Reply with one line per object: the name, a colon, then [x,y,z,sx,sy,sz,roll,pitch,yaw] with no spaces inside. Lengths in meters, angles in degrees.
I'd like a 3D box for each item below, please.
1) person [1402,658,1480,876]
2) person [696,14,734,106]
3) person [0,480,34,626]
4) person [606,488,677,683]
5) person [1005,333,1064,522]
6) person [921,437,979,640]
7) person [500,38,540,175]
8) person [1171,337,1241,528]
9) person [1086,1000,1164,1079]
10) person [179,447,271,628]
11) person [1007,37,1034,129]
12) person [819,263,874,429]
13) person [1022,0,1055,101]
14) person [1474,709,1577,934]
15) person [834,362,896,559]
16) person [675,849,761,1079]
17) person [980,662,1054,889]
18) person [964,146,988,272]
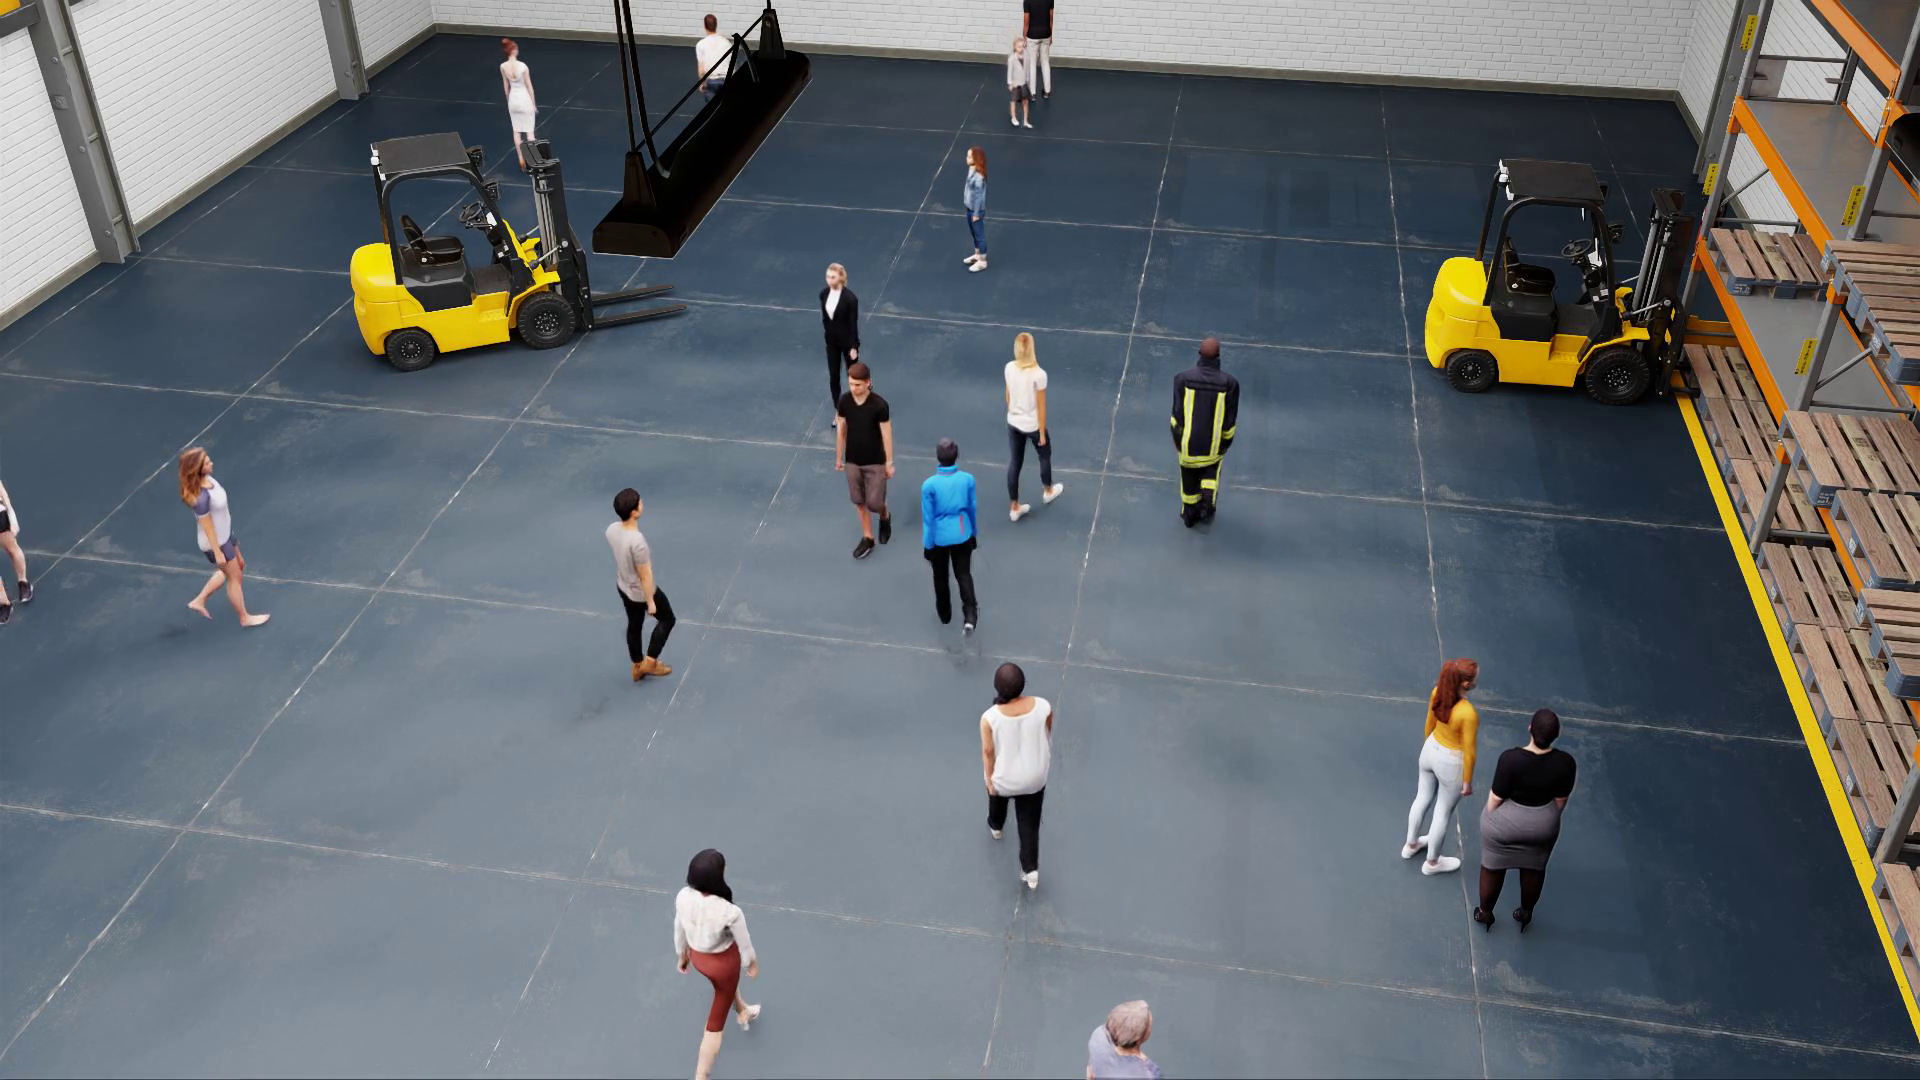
person: [3.241,1.500,11.142,0.740,1.749,0.656,-16,37,-23]
person: [-3.318,-6.228,22.674,0.747,1.853,0.778,-17,37,-23]
person: [-8.022,-0.218,13.745,0.849,1.728,0.965,-12,36,-18]
person: [-2.549,0.396,12.836,0.768,1.713,0.732,-28,43,-35]
person: [0.535,-0.962,14.814,0.844,1.784,1.011,21,39,29]
person: [-0.062,0.039,13.317,0.887,1.775,1.080,-9,35,-13]
person: [-5.816,-5.731,21.982,0.585,1.792,0.516,8,34,12]
person: [2.137,-0.923,14.732,0.742,1.810,0.742,4,34,6]
person: [0.833,3.076,8.648,0.799,1.885,0.741,-22,39,-29]
person: [-6.075,0.012,13.410,0.896,1.717,0.884,-11,35,-16]
person: [0.816,-6.527,23.659,0.699,1.261,0.797,-11,35,-16]
person: [-1.110,-1.946,16.385,0.815,1.683,1.047,17,37,24]
person: [1.149,-7.408,24.494,0.752,1.804,0.776,-13,36,-19]
person: [3.603,1.815,10.660,0.691,1.758,0.642,2,34,3]
person: [-0.762,-0.740,14.417,0.795,1.854,0.854,14,36,20]
person: [-1.446,2.549,9.604,0.837,1.705,1.191,15,37,21]
person: [0.385,1.570,11.118,0.870,1.659,1.172,-5,34,-7]
person: [0.192,-3.900,19.516,0.690,1.473,0.563,-9,35,-13]
